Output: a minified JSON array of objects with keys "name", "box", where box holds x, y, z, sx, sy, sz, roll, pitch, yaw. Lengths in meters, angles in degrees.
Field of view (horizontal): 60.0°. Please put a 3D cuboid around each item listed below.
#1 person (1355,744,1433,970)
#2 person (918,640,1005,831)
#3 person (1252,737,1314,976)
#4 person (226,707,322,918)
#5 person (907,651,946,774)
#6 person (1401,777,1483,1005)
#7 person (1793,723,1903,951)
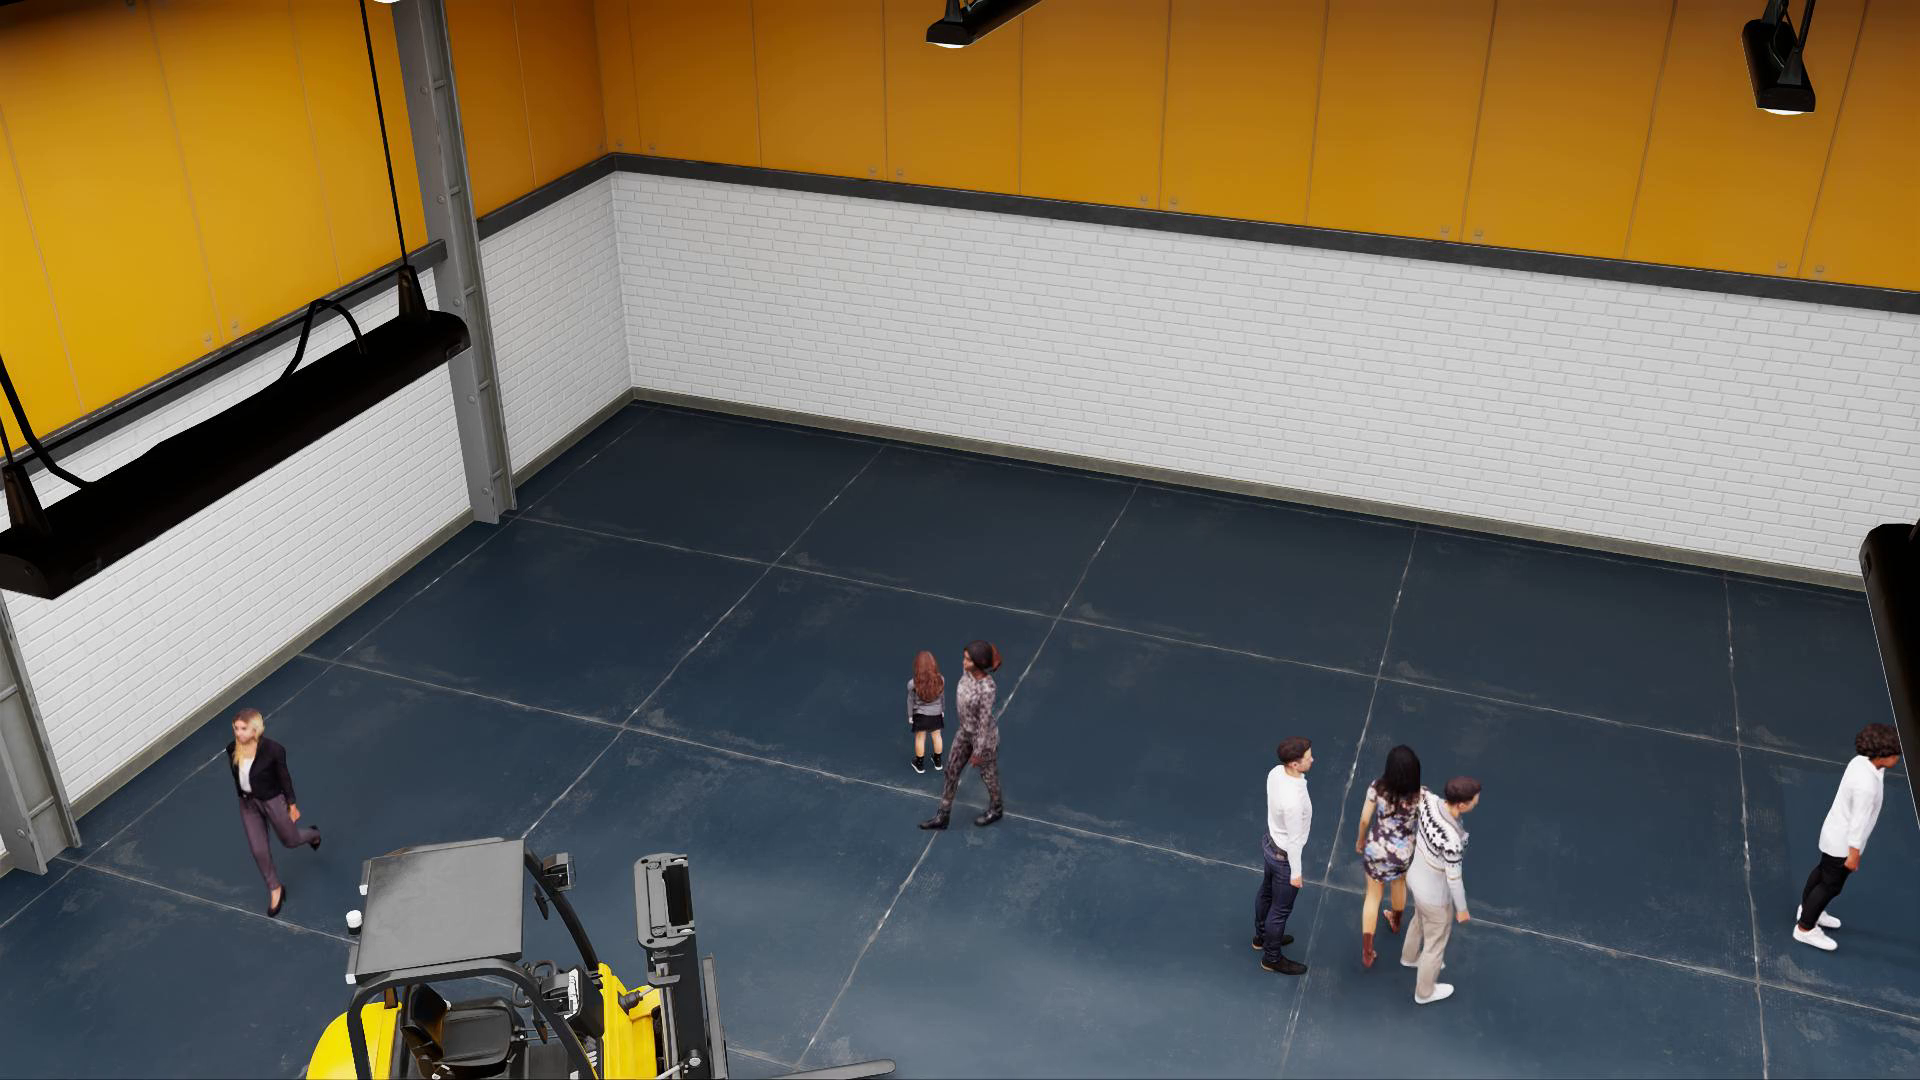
[{"name":"person","box":[2.924,2.187,11.402,0.715,1.704,0.992,9,30,16]},{"name":"person","box":[0.216,1.491,12.691,1.023,1.692,0.936,-15,32,-25]},{"name":"person","box":[2.199,2.121,11.353,0.769,1.868,0.662,-2,29,-4]},{"name":"person","box":[-4.948,1.891,12.000,0.719,1.652,1.000,4,29,7]},{"name":"person","box":[-0.267,1.384,13.500,0.533,1.105,0.579,-9,30,-16]},{"name":"person","box":[3.112,2.315,11.025,0.893,1.842,0.771,-5,29,-10]},{"name":"person","box":[6.163,2.036,11.576,0.712,1.804,0.541,15,32,25]}]
